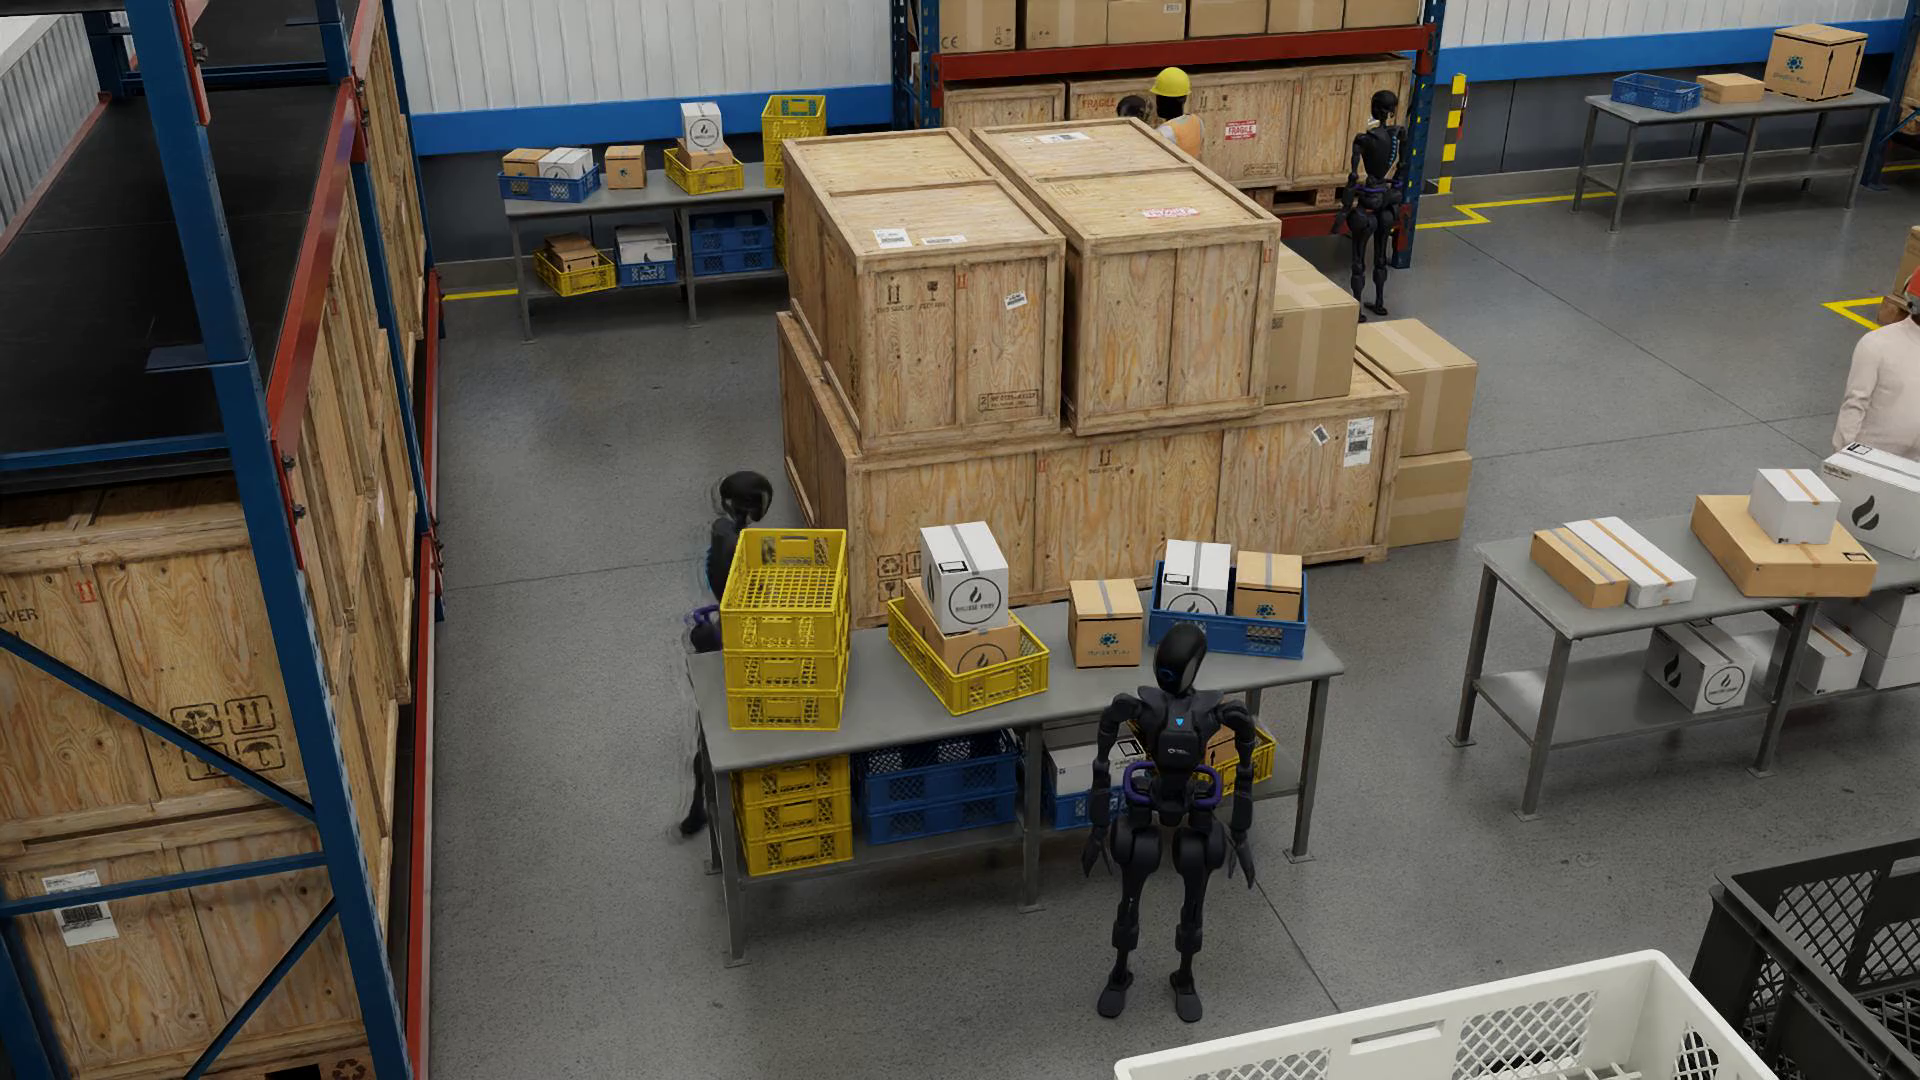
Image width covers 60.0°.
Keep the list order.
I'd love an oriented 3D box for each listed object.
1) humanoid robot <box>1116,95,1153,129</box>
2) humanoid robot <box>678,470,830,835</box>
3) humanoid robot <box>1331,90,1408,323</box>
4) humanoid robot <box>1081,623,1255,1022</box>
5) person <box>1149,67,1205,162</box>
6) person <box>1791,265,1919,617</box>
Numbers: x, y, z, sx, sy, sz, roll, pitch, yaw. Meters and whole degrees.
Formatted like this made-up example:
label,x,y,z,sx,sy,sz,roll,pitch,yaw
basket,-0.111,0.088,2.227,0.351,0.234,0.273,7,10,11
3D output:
label,x,y,z,sx,sy,sz,roll,pitch,yaw
humanoid robot,1.316,-2.401,12.087,0.766,1.637,0.615,-5,29,-9
humanoid robot,-0.858,0.476,6.826,0.749,1.622,0.600,-20,34,-31
humanoid robot,2.981,-2.418,12.031,0.611,1.657,0.315,-17,33,-28
humanoid robot,0.736,1.008,5.814,0.613,1.656,0.317,2,29,4
person,1.447,-2.325,11.616,0.356,1.929,0.586,20,35,32
person,4.505,-0.418,8.088,0.610,1.995,0.376,-8,30,-14
